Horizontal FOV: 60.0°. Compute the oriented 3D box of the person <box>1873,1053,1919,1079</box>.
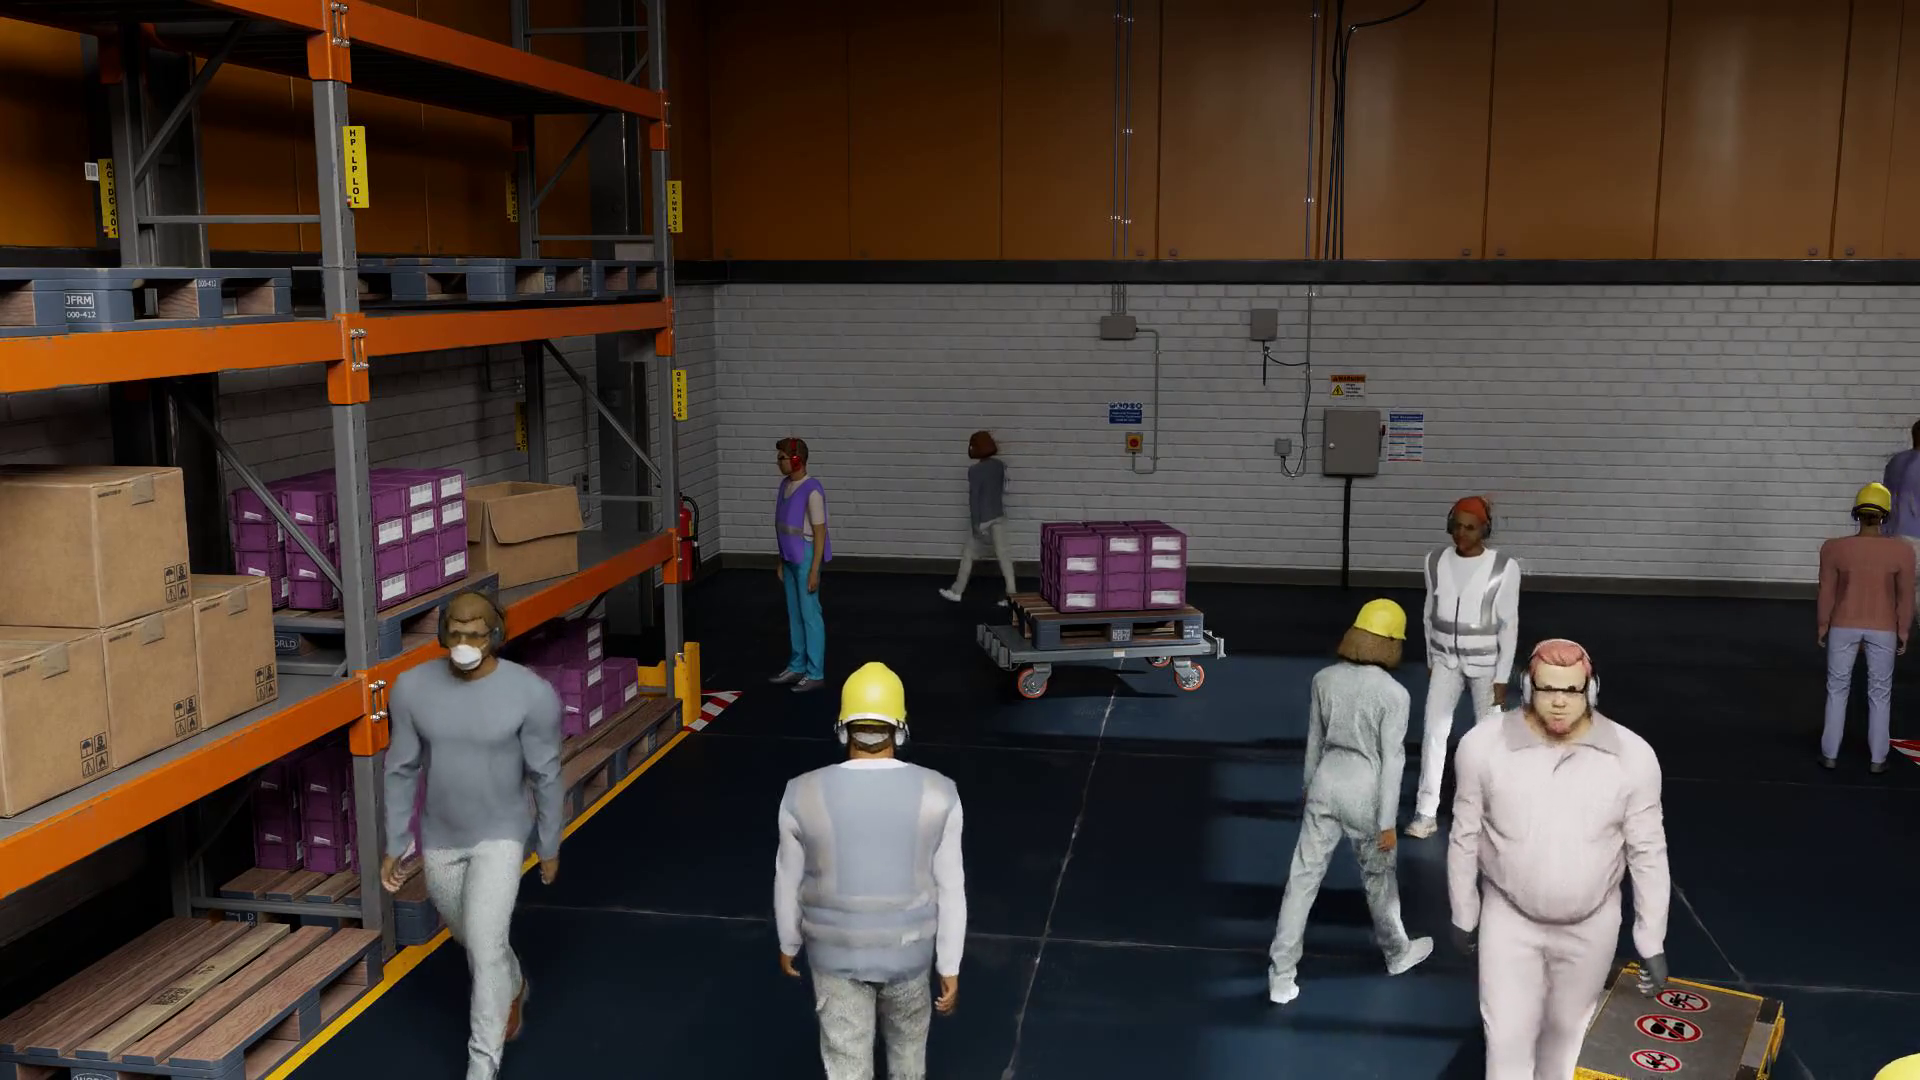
[{"bbox_3d":[1.434,1.696,2.501,0.616,1.887,0.908,0,9,0],"label":"person"}]

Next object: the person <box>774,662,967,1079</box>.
[{"bbox_3d":[-0.304,1.272,5.396,0.597,1.803,0.790,-1,9,-9],"label":"person"}]

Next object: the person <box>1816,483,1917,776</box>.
[{"bbox_3d":[5.442,0.537,10.029,0.524,1.769,0.309,5,10,26],"label":"person"}]

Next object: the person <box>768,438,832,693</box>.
[{"bbox_3d":[-1.141,0.175,12.038,0.394,1.839,0.563,-5,11,-30],"label":"person"}]

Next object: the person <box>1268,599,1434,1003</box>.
[{"bbox_3d":[1.637,1.079,6.943,0.938,1.677,0.547,-8,12,-41],"label":"person"}]

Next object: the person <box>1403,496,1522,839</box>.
[{"bbox_3d":[2.785,0.662,9.081,0.570,1.842,0.995,8,12,40],"label":"person"}]

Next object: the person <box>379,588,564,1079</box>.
[{"bbox_3d":[-1.780,1.095,6.199,0.631,1.903,0.967,1,9,8],"label":"person"}]

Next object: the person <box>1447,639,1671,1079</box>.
[{"bbox_3d":[1.903,1.249,5.312,0.668,1.860,0.946,2,9,14],"label":"person"}]

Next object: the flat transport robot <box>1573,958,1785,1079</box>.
[{"bbox_3d":[2.593,1.917,6.113,0.652,0.197,1.431,6,11,32],"label":"flat transport robot"}]

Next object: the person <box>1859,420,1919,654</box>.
[{"bbox_3d":[7.476,-0.026,13.123,1.012,1.902,0.647,0,9,-1],"label":"person"}]

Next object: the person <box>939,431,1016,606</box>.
[{"bbox_3d":[0.203,-0.191,15.063,0.825,1.590,0.507,9,13,43],"label":"person"}]
